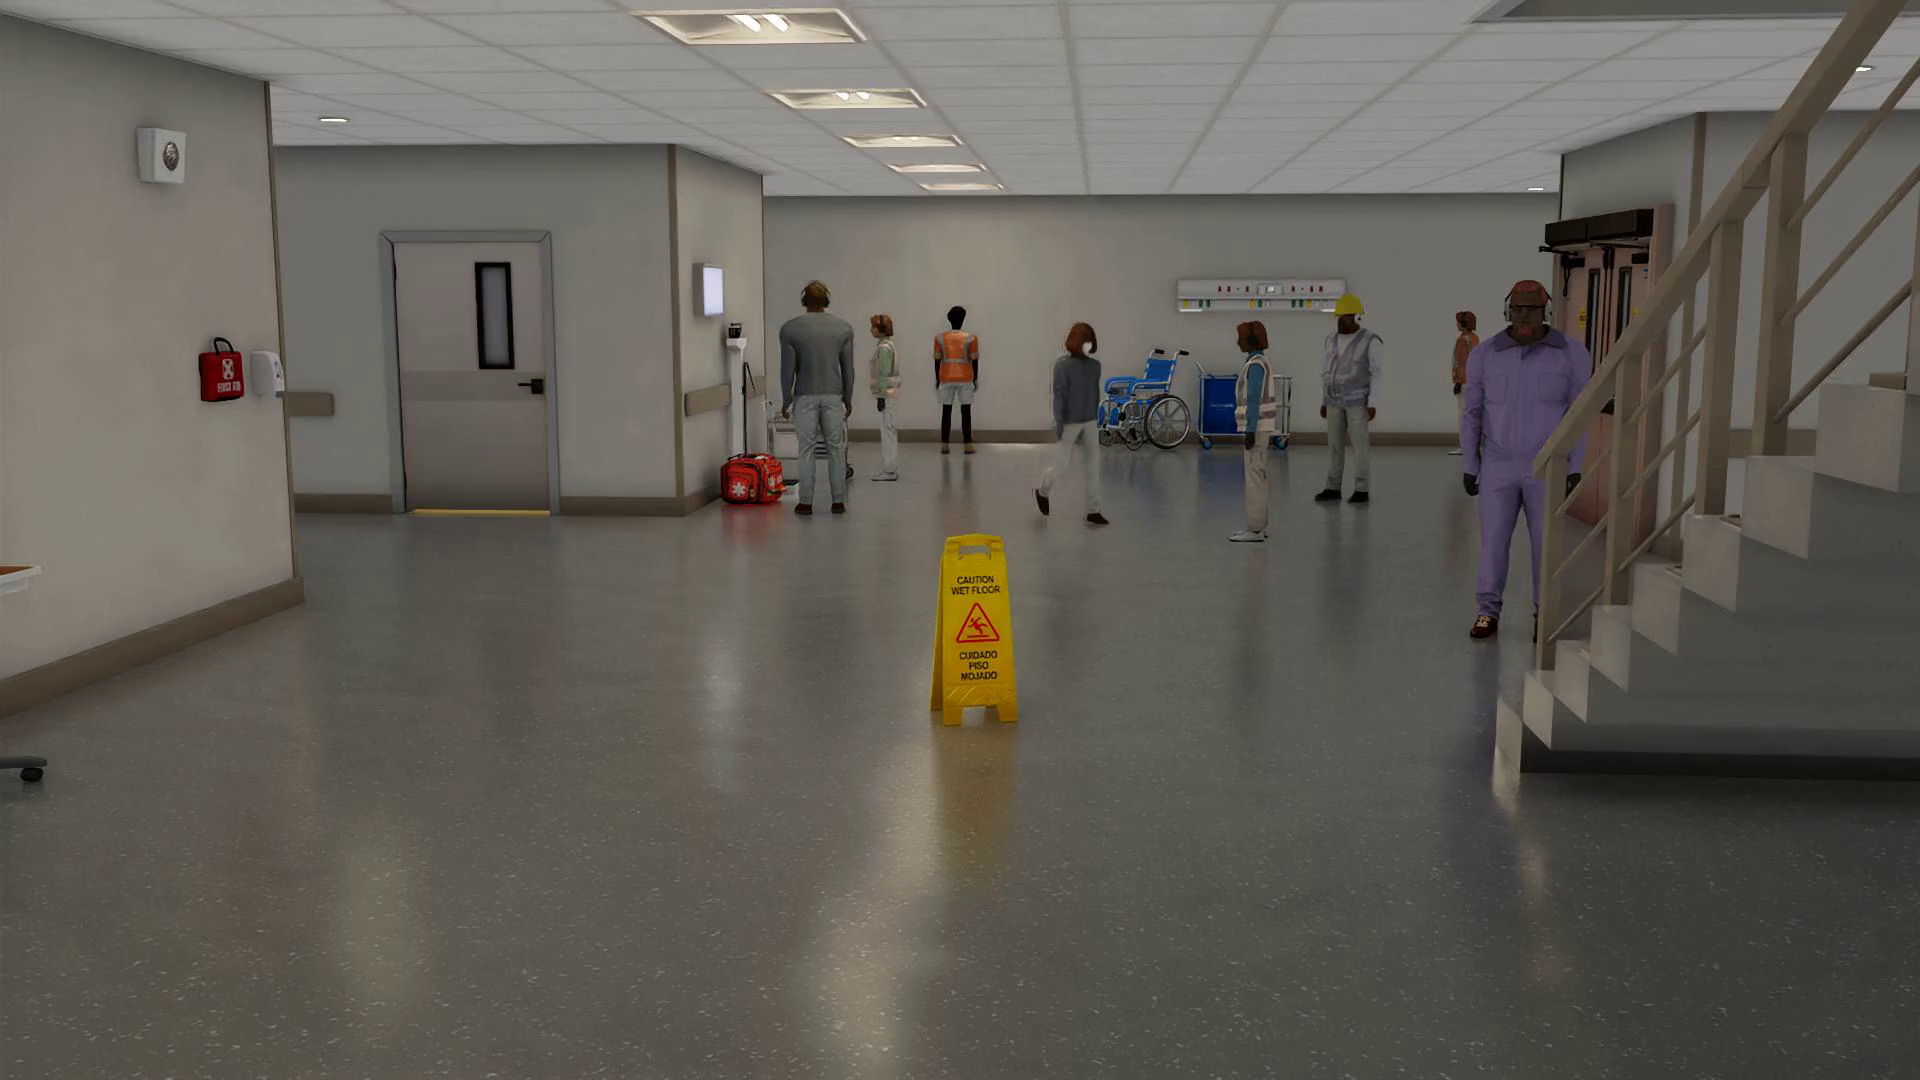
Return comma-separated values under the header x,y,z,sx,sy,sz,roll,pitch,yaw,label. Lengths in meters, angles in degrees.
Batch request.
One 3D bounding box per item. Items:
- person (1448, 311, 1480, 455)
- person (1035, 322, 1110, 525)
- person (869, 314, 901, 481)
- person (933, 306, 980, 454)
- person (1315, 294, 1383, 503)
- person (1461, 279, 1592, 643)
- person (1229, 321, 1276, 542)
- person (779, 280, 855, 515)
x,y,z,sx,sy,sz,roll,pitch,yaw,label
5.750,-1.780,18.923,0.311,1.639,0.521,6,10,34,person
0.907,-0.944,13.340,0.506,1.611,0.736,-6,10,-34,person
-0.736,-1.394,16.334,0.314,1.632,0.517,0,8,0,person
-0.036,-1.827,19.047,0.540,1.695,0.317,2,9,11,person
3.390,-1.231,14.562,0.404,1.829,0.600,-7,11,-40,person
2.944,-0.404,8.716,0.635,1.900,0.398,4,9,23,person
2.174,-0.802,12.306,0.320,1.630,0.520,2,9,11,person
-1.182,-1.170,13.764,0.627,1.940,0.373,-2,9,-15,person
